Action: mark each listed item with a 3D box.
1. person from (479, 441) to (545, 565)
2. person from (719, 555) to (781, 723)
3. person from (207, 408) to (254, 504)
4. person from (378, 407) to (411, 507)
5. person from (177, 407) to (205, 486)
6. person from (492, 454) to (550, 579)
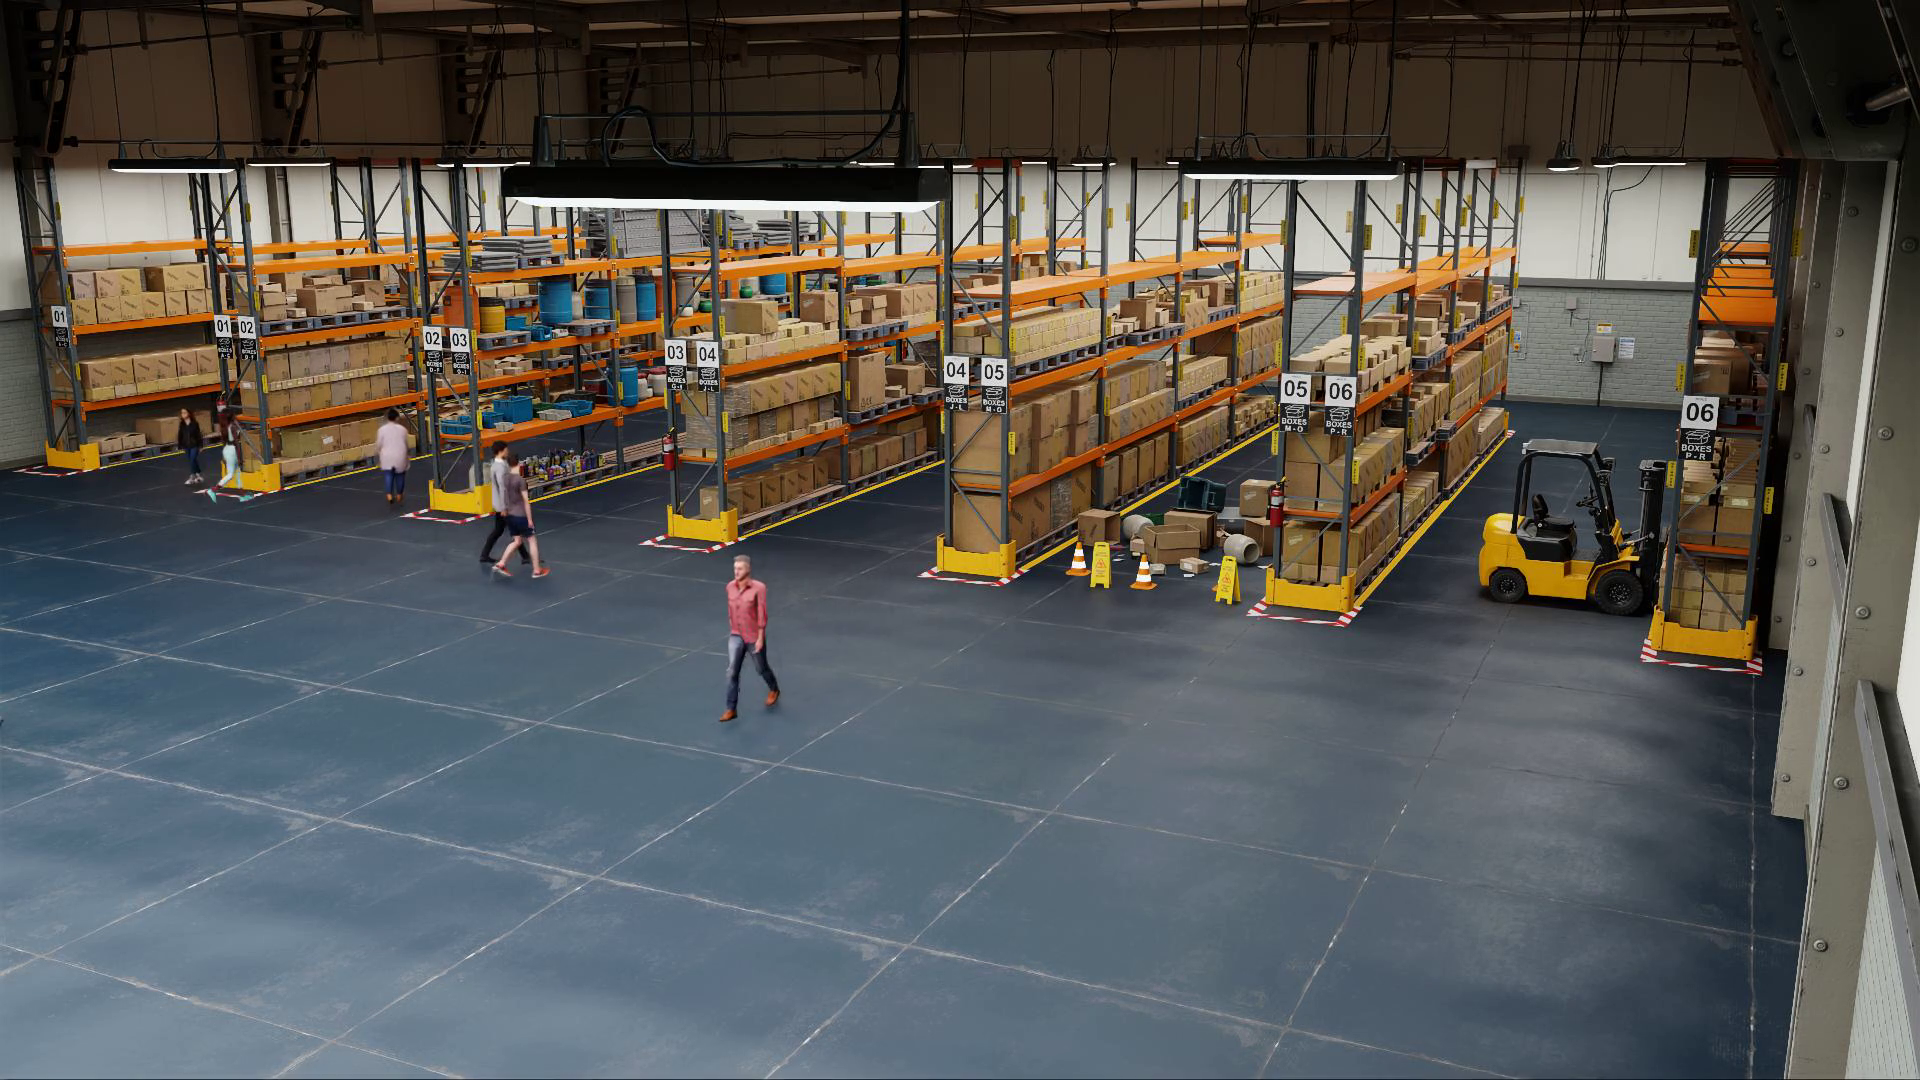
[{"bbox_3d":[-6.904,-0.512,24.805,1.296,1.883,1.185,-6,14,-25],"label":"person"},{"bbox_3d":[-2.271,1.051,18.256,0.732,1.791,1.213,5,14,21],"label":"person"},{"bbox_3d":[-12.902,-1.448,29.253,0.722,1.699,1.124,10,16,37],"label":"person"},{"bbox_3d":[-9.948,-1.431,29.170,1.110,1.704,1.240,-3,13,-13],"label":"person"},{"bbox_3d":[-14.359,-1.771,31.178,0.650,1.460,0.831,4,14,15],"label":"person"},{"bbox_3d":[-6.468,-0.314,24.081,0.873,1.823,1.078,13,18,43],"label":"person"}]
